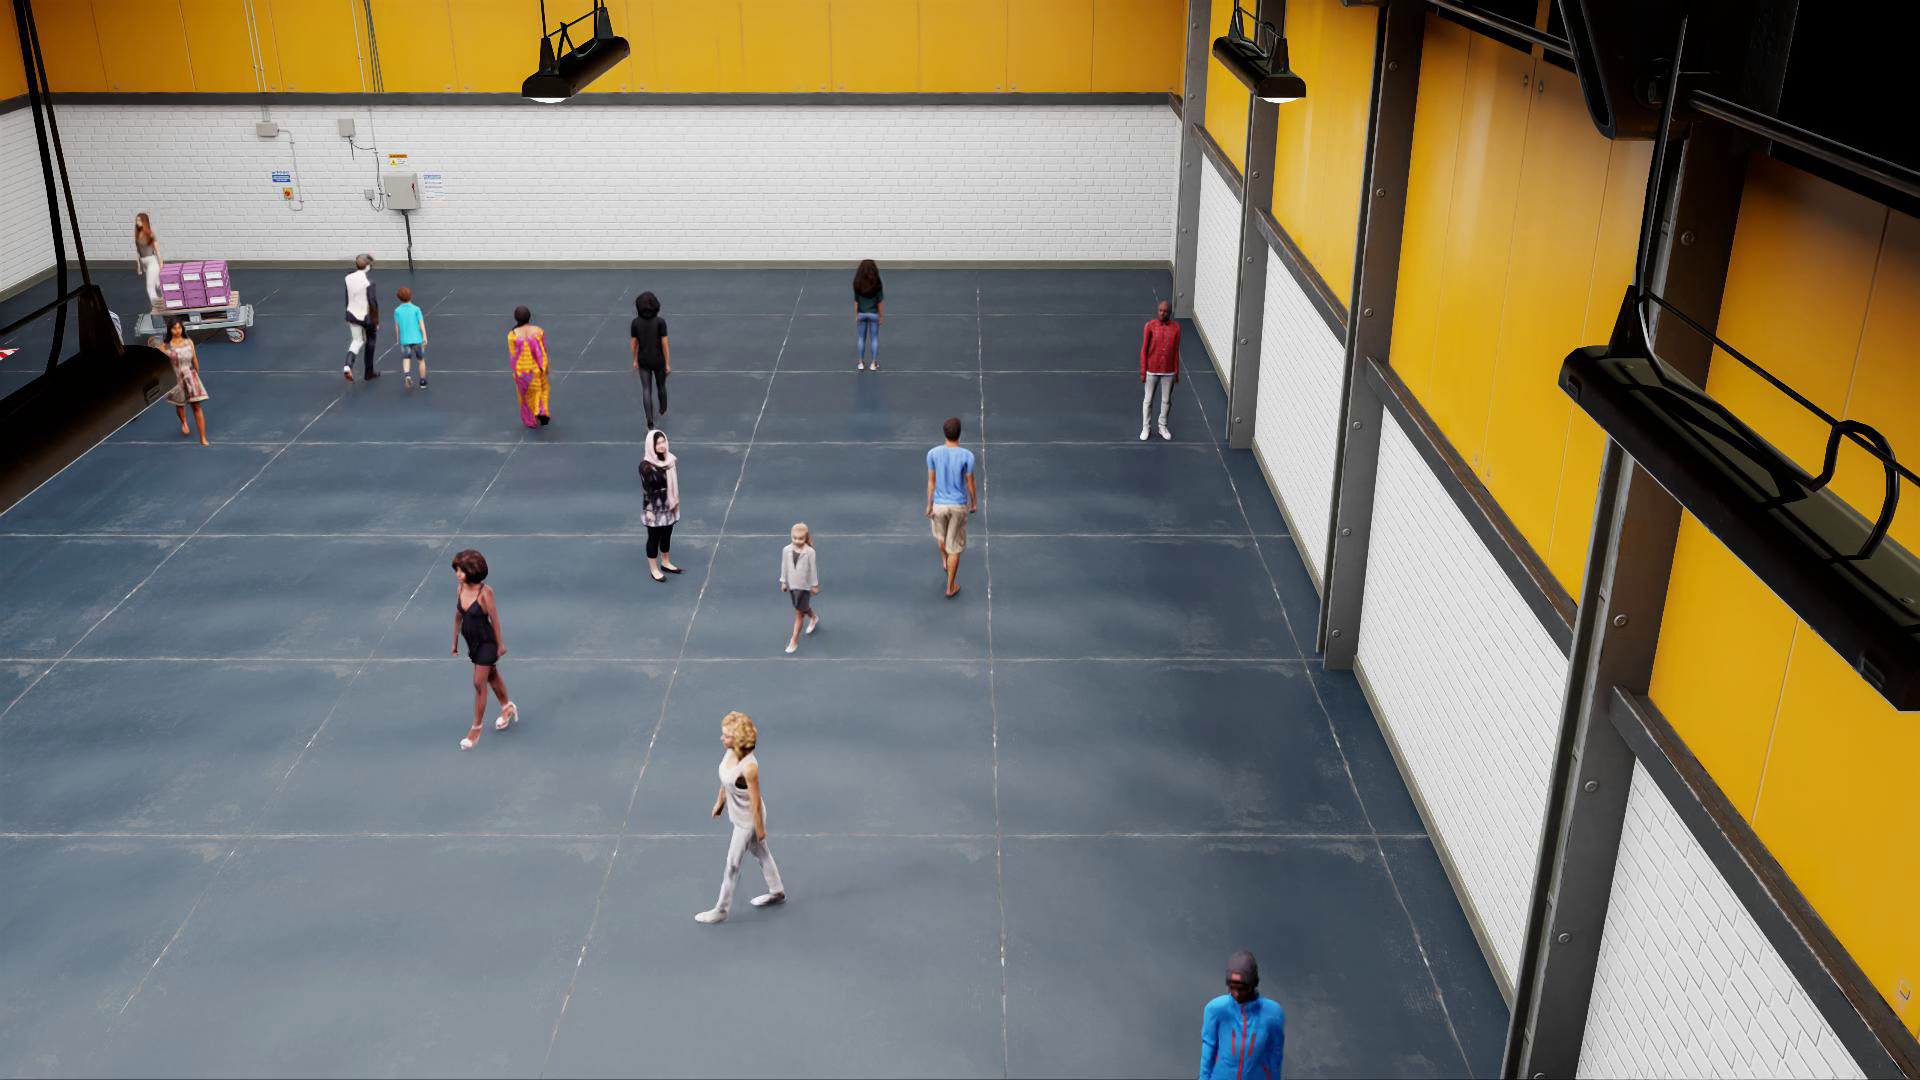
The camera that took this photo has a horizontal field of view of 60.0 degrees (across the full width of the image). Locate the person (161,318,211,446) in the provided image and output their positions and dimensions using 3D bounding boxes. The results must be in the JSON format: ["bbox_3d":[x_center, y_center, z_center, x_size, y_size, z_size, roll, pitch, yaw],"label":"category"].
[{"bbox_3d":[-9.965,-2.039,21.271,1.017,1.601,1.220,-15,28,-30],"label":"person"}]

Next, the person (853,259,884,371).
[{"bbox_3d":[-1.320,-3.263,24.054,0.598,1.615,0.598,1,24,3],"label":"person"}]

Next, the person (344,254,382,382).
[{"bbox_3d":[-8.419,-3.064,23.305,0.926,1.851,1.064,5,24,10],"label":"person"}]

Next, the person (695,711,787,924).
[{"bbox_3d":[-1.467,1.977,12.045,0.847,1.634,0.954,-7,25,-16],"label":"person"}]

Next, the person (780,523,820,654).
[{"bbox_3d":[-1.517,0.409,16.115,0.775,1.245,0.986,11,26,23],"label":"person"}]

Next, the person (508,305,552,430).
[{"bbox_3d":[-5.592,-2.237,21.650,0.836,1.661,0.973,-9,25,-20],"label":"person"}]

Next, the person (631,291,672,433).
[{"bbox_3d":[-4.025,-2.277,21.580,0.710,1.790,1.163,-2,24,-4],"label":"person"}]

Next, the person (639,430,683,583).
[{"bbox_3d":[-3.150,-0.386,17.446,0.803,1.637,0.720,14,27,30],"label":"person"}]

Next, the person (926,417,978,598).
[{"bbox_3d":[-0.117,-0.307,17.025,0.810,1.829,1.163,5,24,11],"label":"person"}]

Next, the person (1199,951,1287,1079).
[{"bbox_3d":[1.575,3.070,9.350,0.688,1.788,0.801,0,24,0],"label":"person"}]

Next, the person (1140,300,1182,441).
[{"bbox_3d":[2.568,-2.208,21.389,0.656,1.817,0.570,-1,24,-1],"label":"person"}]

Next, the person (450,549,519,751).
[{"bbox_3d":[-4.068,0.879,14.397,0.858,1.761,1.004,14,27,30],"label":"person"}]

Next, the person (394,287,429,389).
[{"bbox_3d":[-7.669,-2.794,23.209,0.625,1.433,0.743,-5,24,-11],"label":"person"}]
